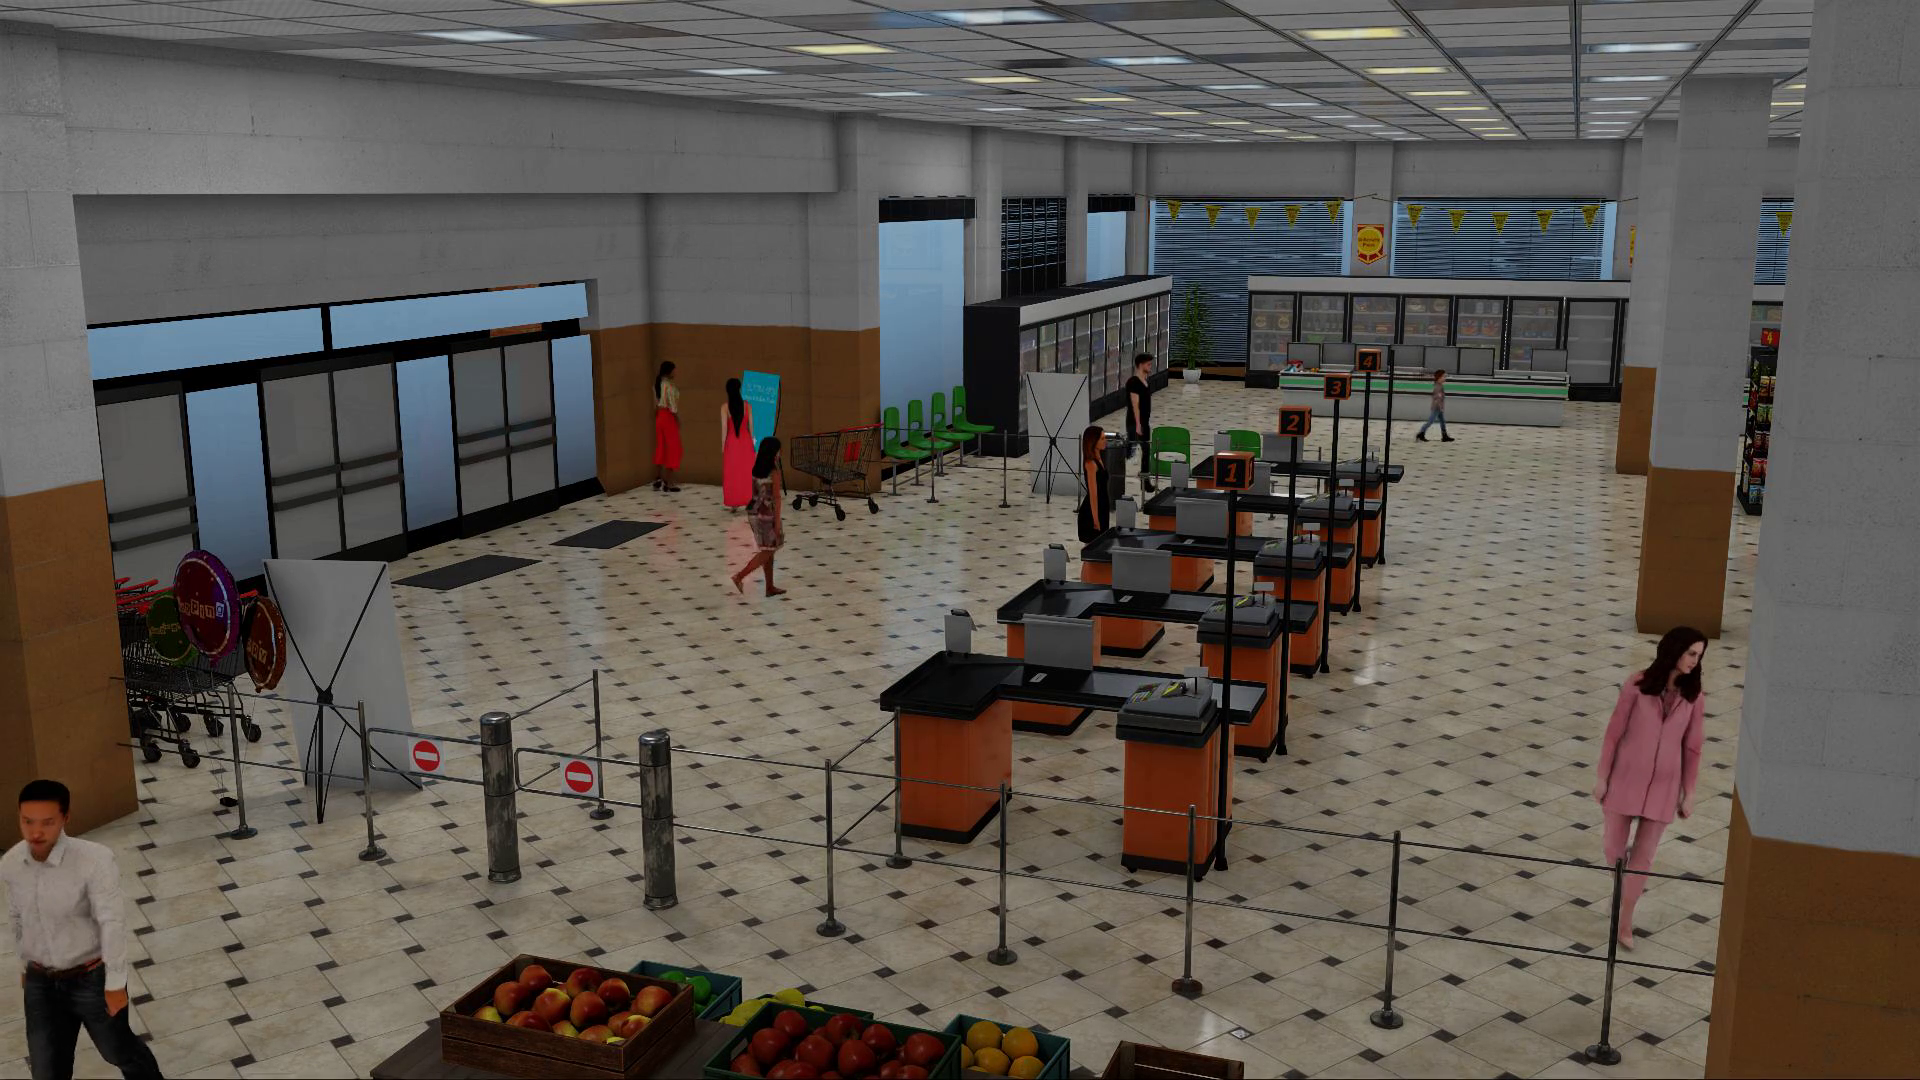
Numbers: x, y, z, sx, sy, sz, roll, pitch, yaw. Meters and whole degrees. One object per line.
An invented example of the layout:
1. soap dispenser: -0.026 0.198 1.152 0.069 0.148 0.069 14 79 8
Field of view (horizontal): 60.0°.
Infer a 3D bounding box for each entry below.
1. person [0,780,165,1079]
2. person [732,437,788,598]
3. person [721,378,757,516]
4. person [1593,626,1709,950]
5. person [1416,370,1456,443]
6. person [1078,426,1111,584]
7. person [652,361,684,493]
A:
1. person: -3.575 1.777 6.846 1.233 1.755 1.018 1 12 7
2. person: -2.021 -0.186 16.513 0.918 1.614 0.960 -11 16 -42
3. person: -2.794 -1.184 20.981 0.706 1.726 0.775 -5 13 -21
4. person: 3.706 1.320 8.974 0.670 1.774 0.780 5 13 21
5. person: 7.678 -2.158 26.934 0.842 1.179 0.530 6 13 25
6. person: 1.281 -0.183 15.963 0.578 1.835 0.614 2 12 9
7. person: -4.001 -1.541 22.555 0.700 1.774 0.867 10 15 39
